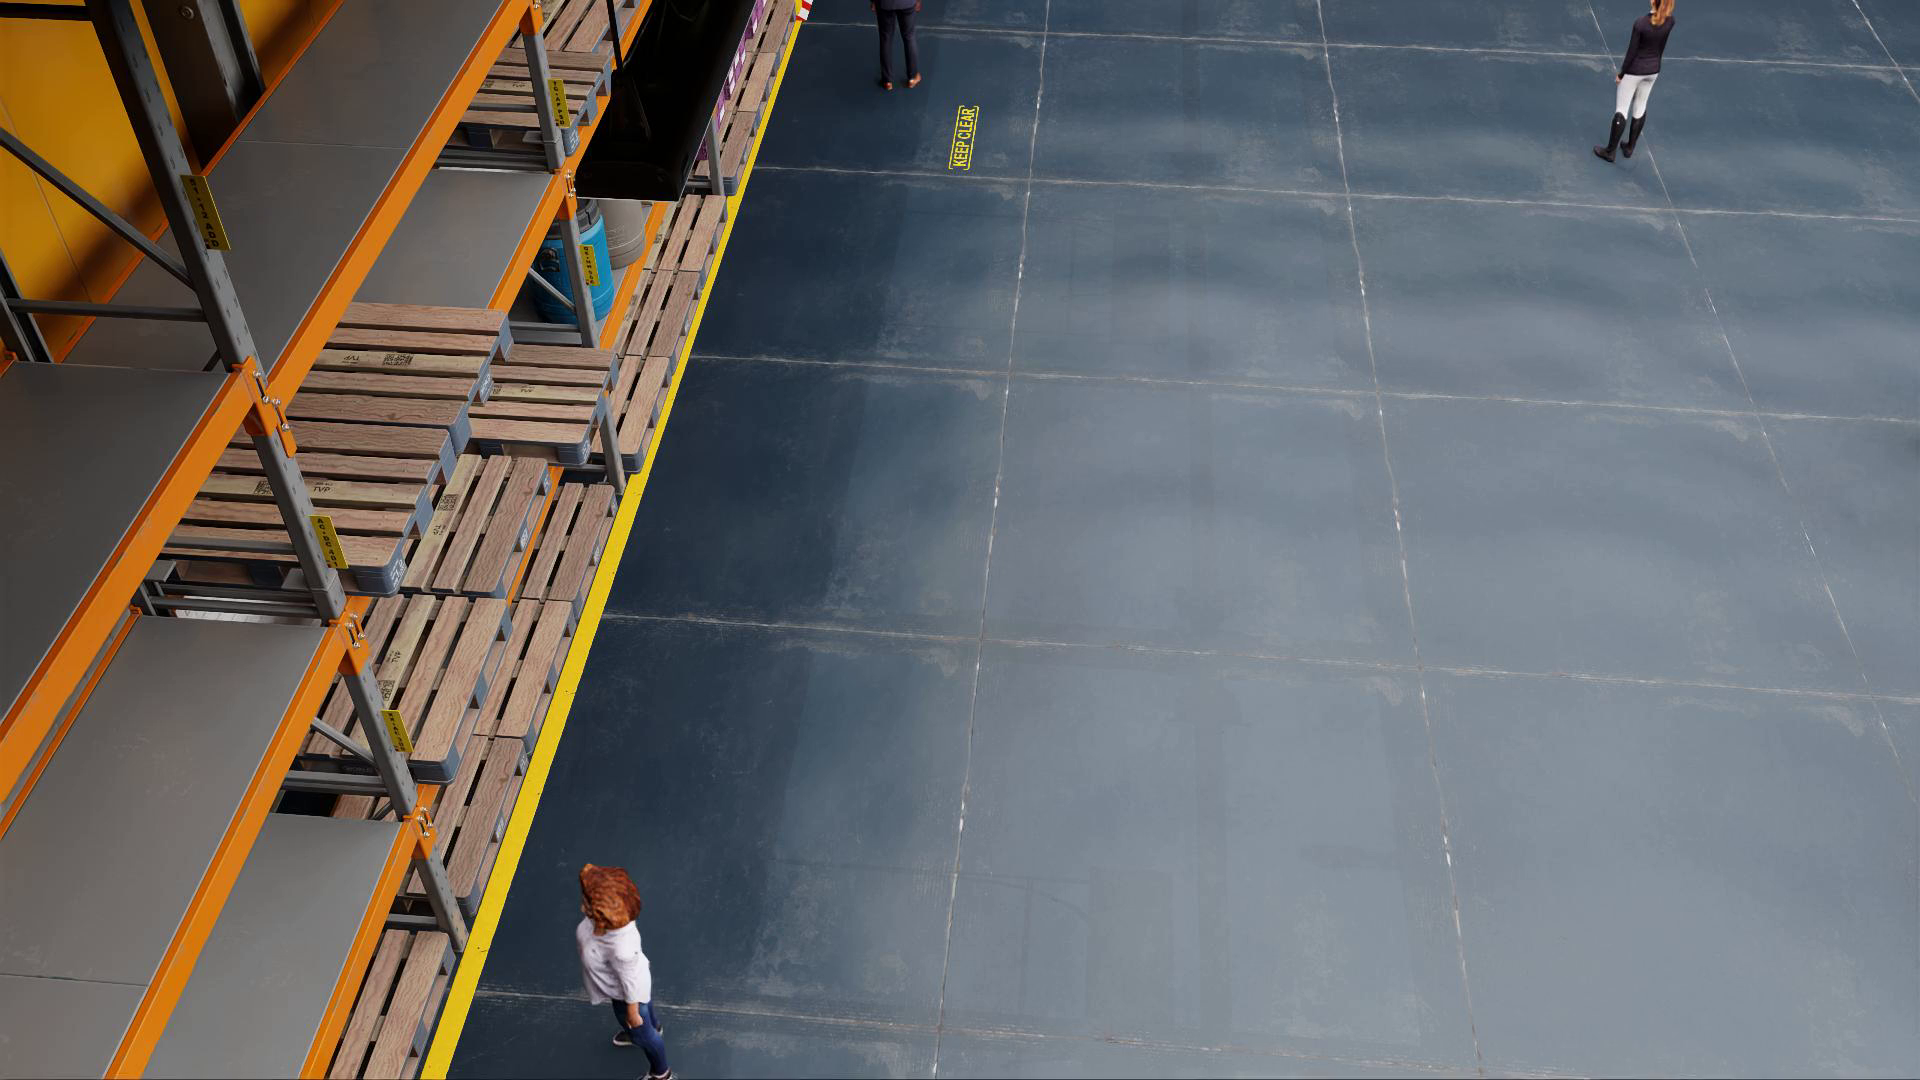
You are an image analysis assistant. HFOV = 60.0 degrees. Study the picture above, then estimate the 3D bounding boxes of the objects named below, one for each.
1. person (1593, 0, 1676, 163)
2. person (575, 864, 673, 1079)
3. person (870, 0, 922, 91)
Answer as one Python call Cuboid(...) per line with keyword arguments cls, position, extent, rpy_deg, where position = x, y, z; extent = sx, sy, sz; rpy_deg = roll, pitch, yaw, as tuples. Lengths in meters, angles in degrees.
Cuboid(cls="person", position=(6.354, -4.360, 15.569), extent=(0.646, 1.729, 0.652), rpy_deg=(-10, 45, -10))
Cuboid(cls="person", position=(-1.723, 2.260, 8.634), extent=(0.804, 1.709, 0.687), rpy_deg=(-14, 45, -14))
Cuboid(cls="person", position=(-0.637, -5.371, 16.562), extent=(0.718, 1.824, 0.631), rpy_deg=(-2, 44, -3))
